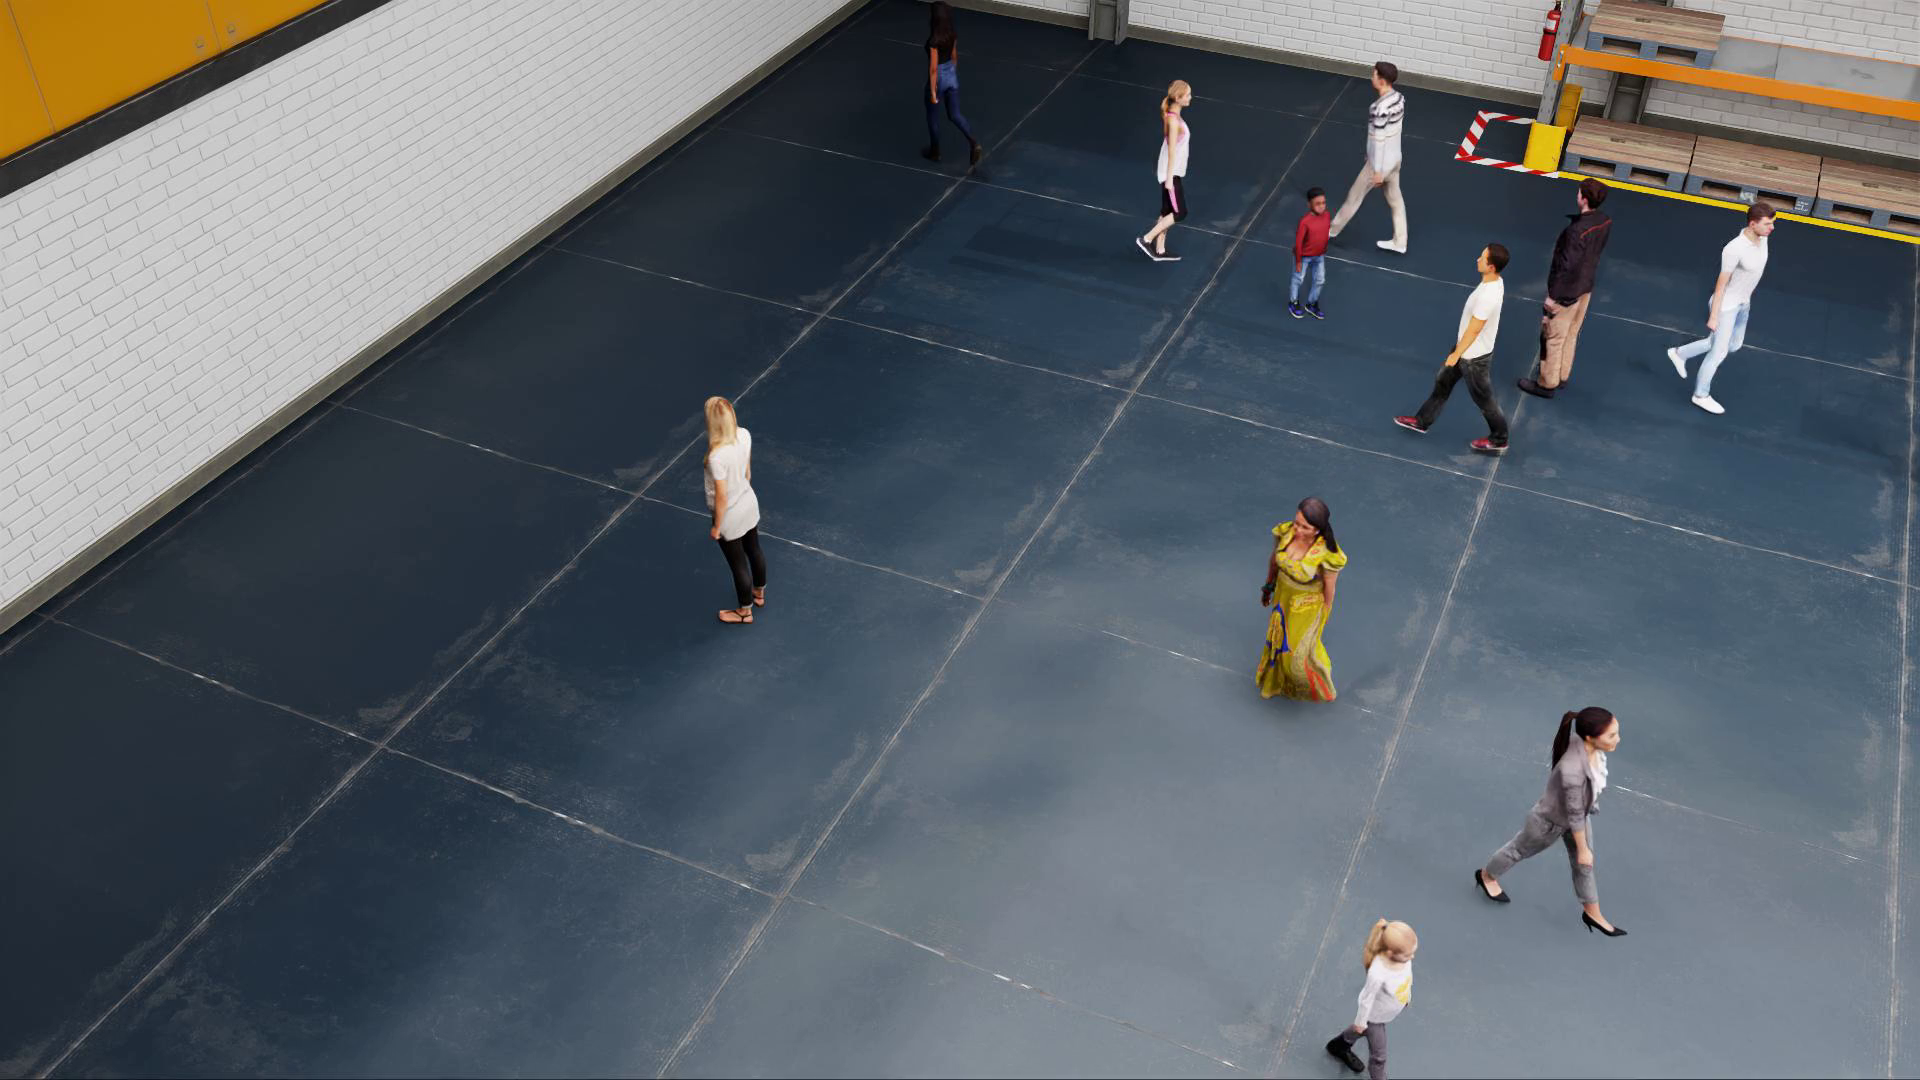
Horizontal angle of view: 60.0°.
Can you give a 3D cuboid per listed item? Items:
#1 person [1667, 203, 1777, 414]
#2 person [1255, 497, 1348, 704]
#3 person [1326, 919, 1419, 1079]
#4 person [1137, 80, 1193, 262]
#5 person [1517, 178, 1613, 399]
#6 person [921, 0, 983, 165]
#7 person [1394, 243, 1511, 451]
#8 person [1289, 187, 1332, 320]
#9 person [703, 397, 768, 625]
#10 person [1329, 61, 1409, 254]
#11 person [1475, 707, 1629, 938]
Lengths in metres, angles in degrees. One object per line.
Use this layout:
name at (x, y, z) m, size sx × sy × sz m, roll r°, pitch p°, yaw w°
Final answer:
person at (6.171, -1.930, 13.503) m, size 0.874 × 1.834 × 1.004 m, roll -28°, pitch 46°, yaw -30°
person at (2.255, 0.359, 10.784) m, size 1.008 × 1.650 × 0.897 m, roll -26°, pitch 45°, yaw -29°
person at (2.116, 2.376, 8.571) m, size 0.846 × 1.259 × 0.651 m, roll 30°, pitch 47°, yaw 32°
person at (1.855, -3.378, 15.359) m, size 0.797 × 1.779 × 0.759 m, roll 2°, pitch 39°, yaw 2°
person at (4.982, -2.040, 13.570) m, size 0.786 × 1.922 × 0.746 m, roll -29°, pitch 47°, yaw -31°
person at (-0.102, -4.599, 16.939) m, size 1.095 × 1.715 × 0.757 m, roll 28°, pitch 47°, yaw 31°
person at (4.098, -1.444, 12.953) m, size 1.191 × 1.760 × 0.797 m, roll 9°, pitch 39°, yaw 11°
person at (3.075, -2.580, 14.788) m, size 0.633 × 1.245 × 0.691 m, roll -16°, pitch 41°, yaw -19°
person at (-1.526, -0.200, 11.346) m, size 0.512 × 1.822 × 0.598 m, roll 16°, pitch 41°, yaw 19°
person at (4.008, -3.493, 15.484) m, size 1.245 × 1.802 × 0.848 m, roll 24°, pitch 44°, yaw 27°
person at (3.263, 1.549, 9.317) m, size 1.159 × 1.620 × 0.771 m, roll 25°, pitch 45°, yaw 28°
